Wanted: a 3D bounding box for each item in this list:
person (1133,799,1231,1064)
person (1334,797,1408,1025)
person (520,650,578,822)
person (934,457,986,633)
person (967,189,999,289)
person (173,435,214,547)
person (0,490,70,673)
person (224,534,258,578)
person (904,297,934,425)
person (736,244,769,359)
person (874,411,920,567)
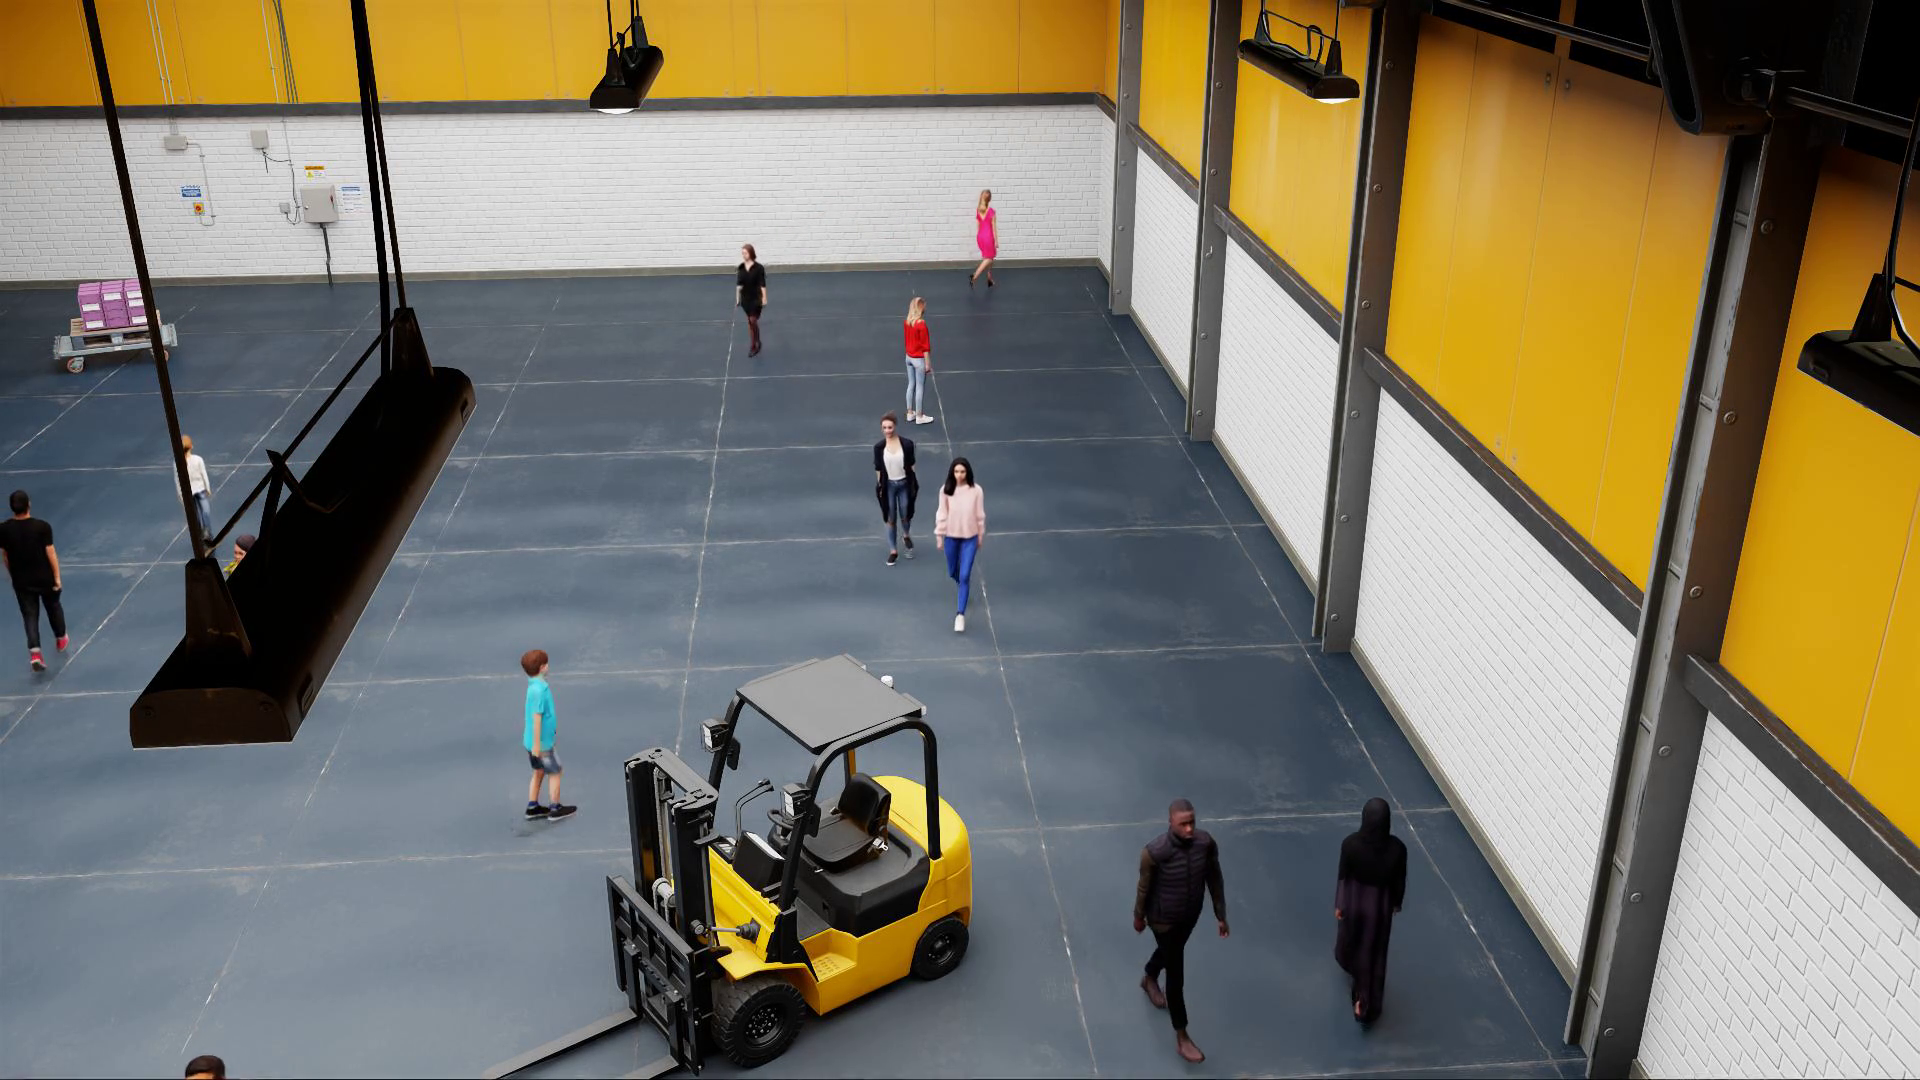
[{"bbox_3d":[1.379,2.430,10.949,0.987,1.793,1.262,-11,26,-24],"label":"person"},{"bbox_3d":[2.730,2.458,11.106,0.871,1.616,1.164,7,24,15],"label":"person"},{"bbox_3d":[-3.409,1.599,13.323,0.730,1.415,0.654,-4,24,-10],"label":"person"},{"bbox_3d":[0.016,-0.024,16.630,0.828,1.741,1.177,3,24,8],"label":"person"},{"bbox_3d":[0.402,-5.062,28.203,0.981,1.702,0.973,-22,32,-40],"label":"person"},{"bbox_3d":[-8.418,-0.506,18.275,0.642,1.306,0.811,-11,26,-24],"label":"person"},{"bbox_3d":[-8.751,0.390,15.681,0.842,1.741,1.164,-9,25,-20],"label":"person"},{"bbox_3d":[-6.347,0.707,15.058,0.950,1.660,0.910,5,24,12],"label":"person"},{"bbox_3d":[-0.575,-2.388,22.080,0.746,1.707,0.639,-18,29,-36],"label":"person"},{"bbox_3d":[-3.070,-3.612,24.902,0.770,1.689,0.854,9,25,20],"label":"person"},{"bbox_3d":[-0.677,-0.596,18.019,0.666,1.676,0.884,-2,24,-4],"label":"person"}]
